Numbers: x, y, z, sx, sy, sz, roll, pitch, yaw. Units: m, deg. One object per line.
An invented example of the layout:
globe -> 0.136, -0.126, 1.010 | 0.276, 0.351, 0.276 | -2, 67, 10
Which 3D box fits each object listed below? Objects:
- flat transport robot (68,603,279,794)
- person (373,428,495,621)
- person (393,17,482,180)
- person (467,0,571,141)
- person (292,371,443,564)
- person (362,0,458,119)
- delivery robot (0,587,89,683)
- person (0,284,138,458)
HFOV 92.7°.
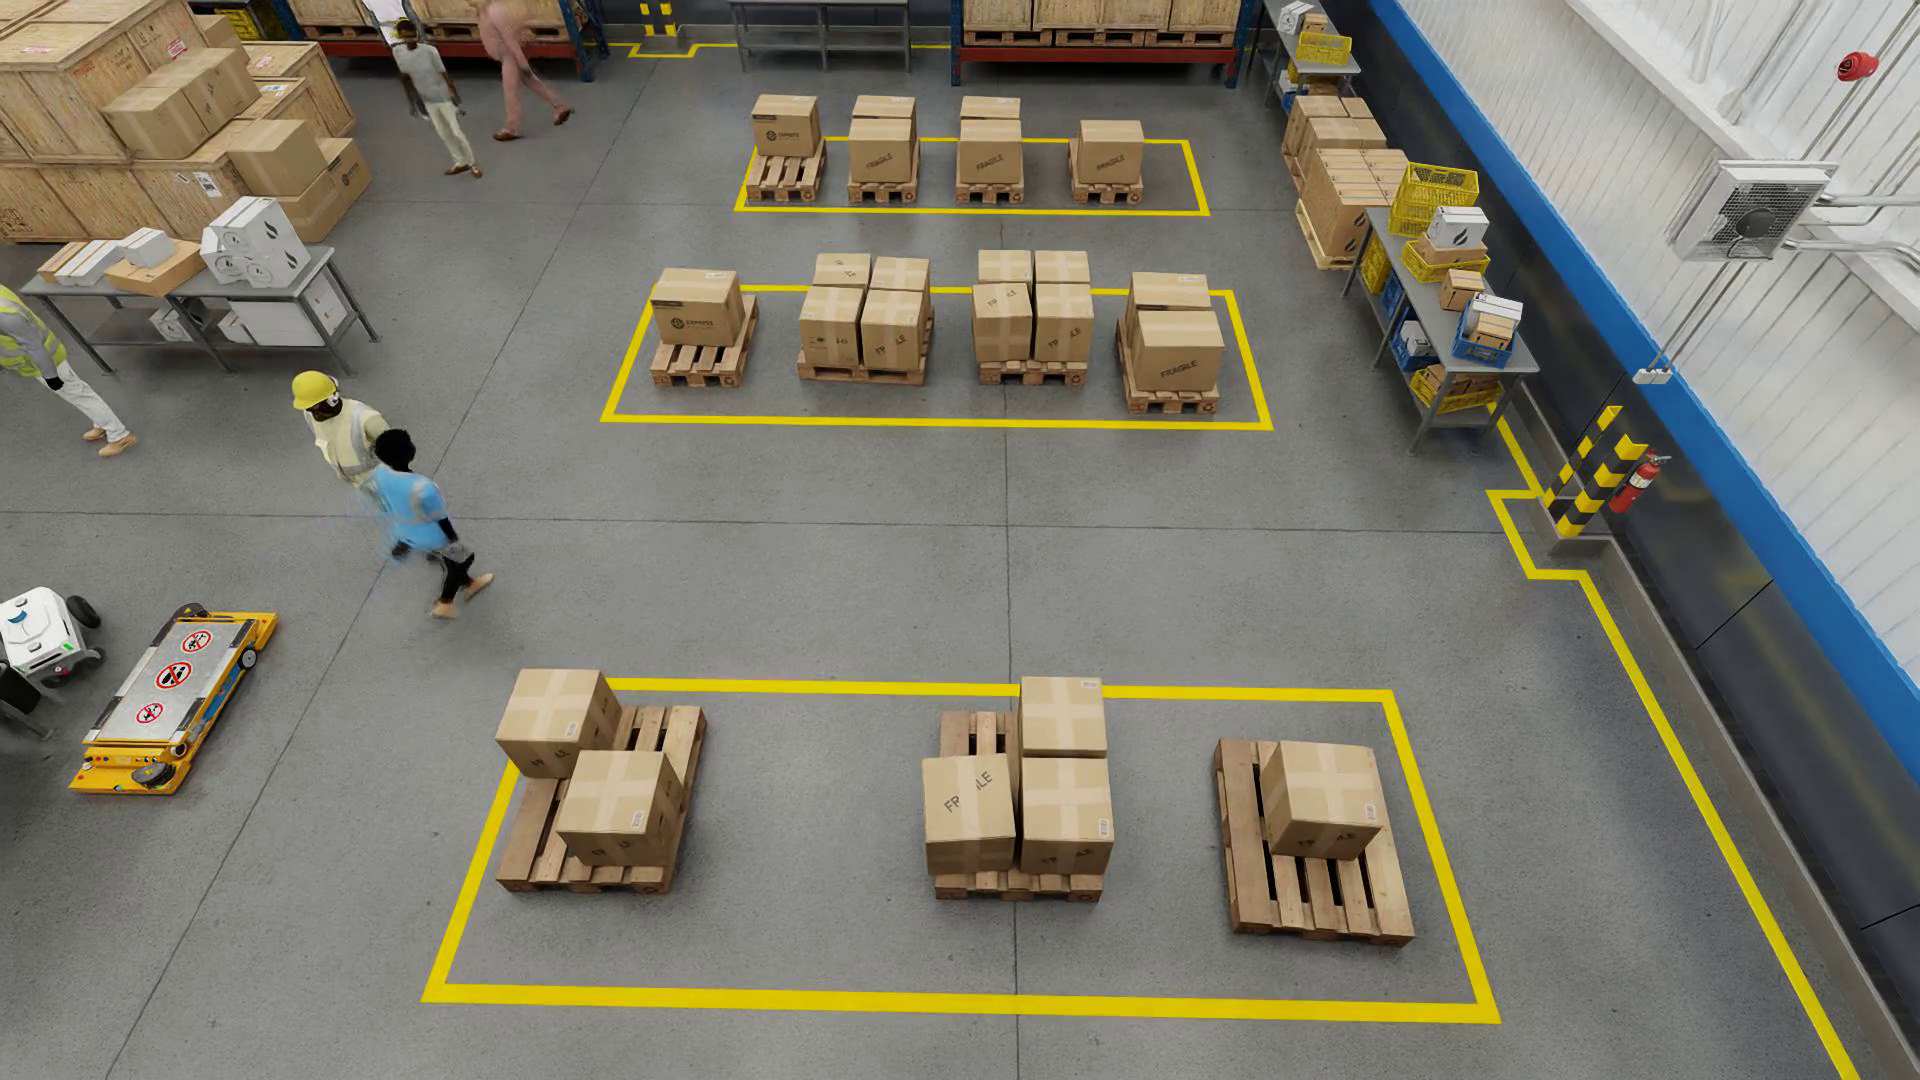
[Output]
flat transport robot -> -5.504, 1.072, 6.442 | 0.652, 0.197, 1.431 | 1, 50, 1
person -> -3.780, -0.048, 6.478 | 0.537, 1.677, 0.501 | 20, 53, 16
person -> -6.104, -5.084, 10.629 | 0.617, 1.850, 0.397 | 0, 50, 0
person -> -5.592, -6.013, 11.424 | 1.065, 1.848, 0.649 | -27, 55, -21
person -> -4.341, -0.510, 6.765 | 0.603, 1.830, 0.404 | 9, 50, 8
person -> -7.062, -6.350, 11.649 | 0.593, 1.922, 0.391 | -1, 50, 0
delivery robot -> -6.575, 0.664, 6.543 | 0.477, 0.478, 0.707 | -35, 58, -26
person -> -7.627, -1.484, 7.583 | 0.627, 1.844, 0.429 | 33, 57, 25
